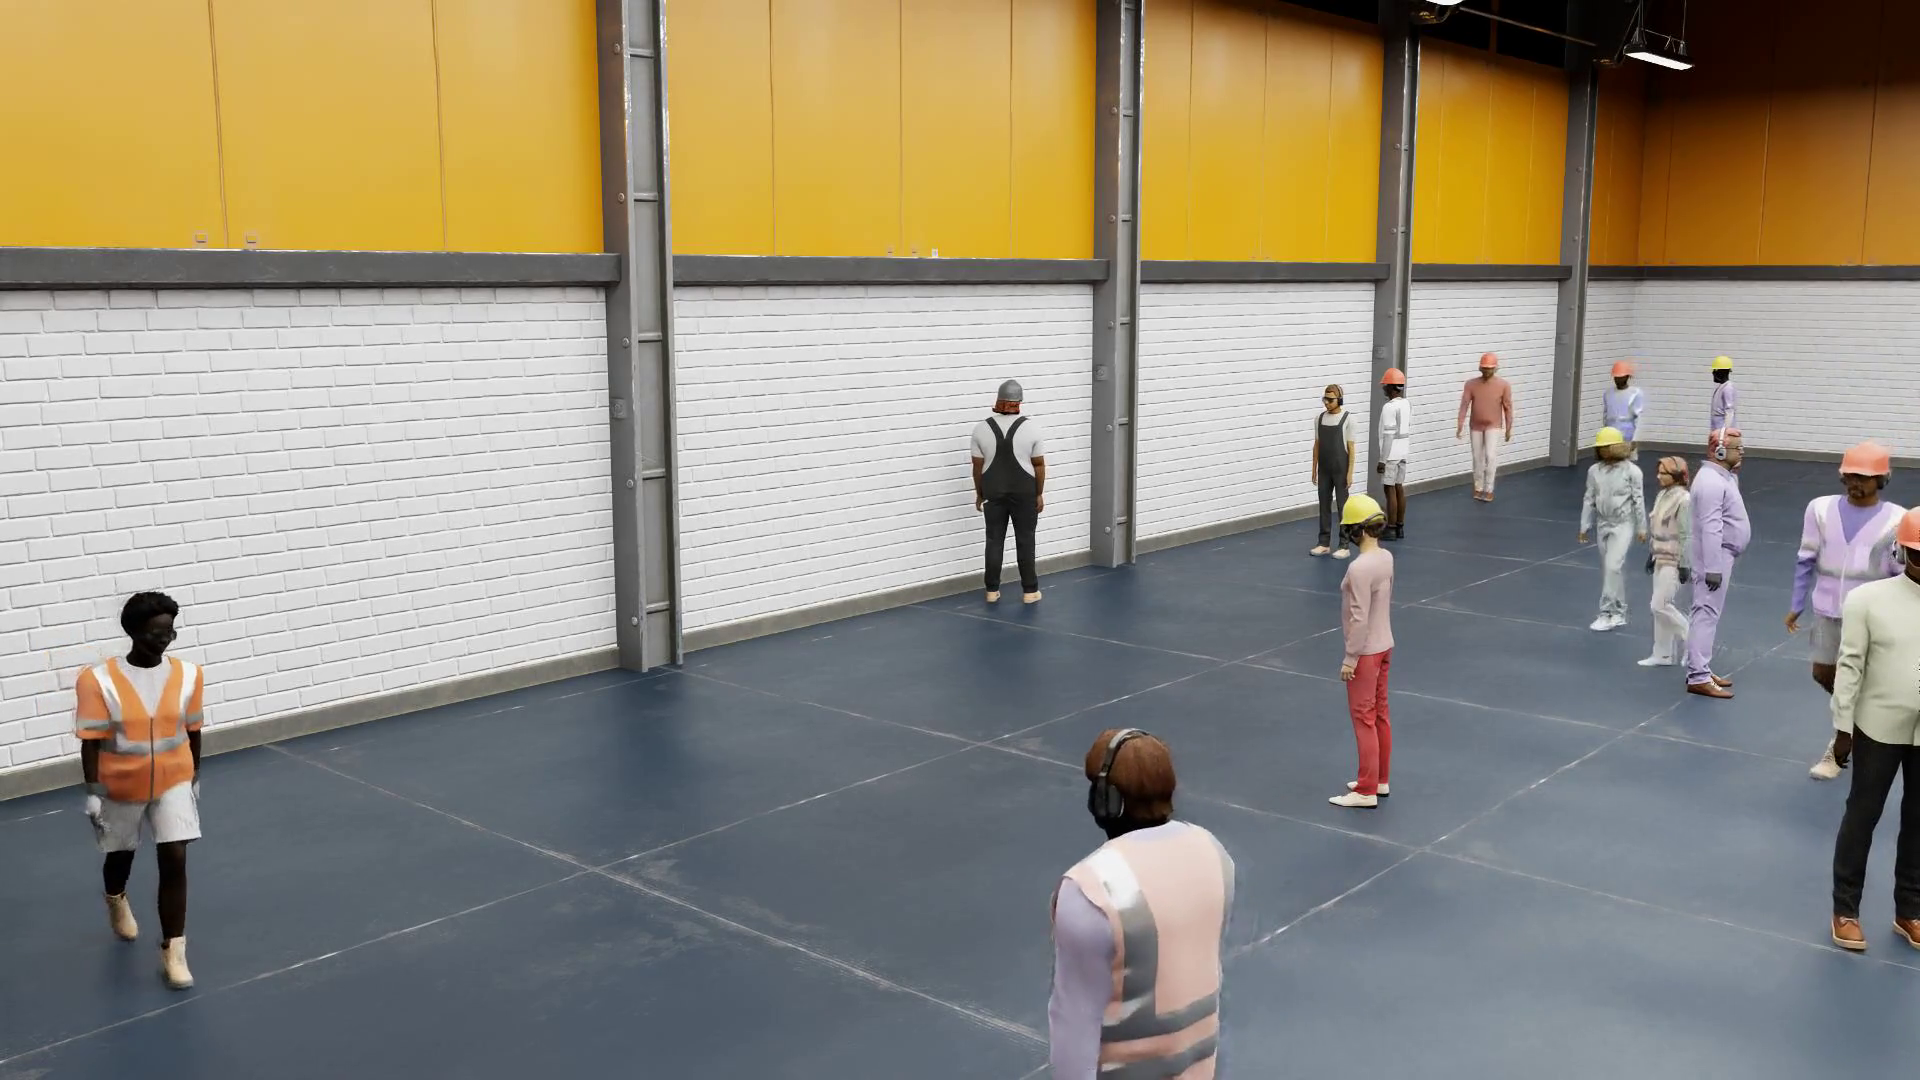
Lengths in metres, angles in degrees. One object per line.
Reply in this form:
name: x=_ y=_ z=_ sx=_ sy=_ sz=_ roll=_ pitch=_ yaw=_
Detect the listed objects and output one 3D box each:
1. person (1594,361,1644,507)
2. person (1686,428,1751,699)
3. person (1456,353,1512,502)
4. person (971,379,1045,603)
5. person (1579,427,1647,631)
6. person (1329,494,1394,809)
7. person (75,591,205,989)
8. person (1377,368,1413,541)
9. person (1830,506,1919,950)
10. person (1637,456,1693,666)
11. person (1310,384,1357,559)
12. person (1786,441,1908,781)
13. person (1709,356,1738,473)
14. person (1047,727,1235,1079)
person: x=8.551 y=-1.370 z=21.454 sx=0.544 sy=1.900 sz=0.942 roll=9 pitch=12 yaw=43
person: x=5.383 y=0.152 z=11.827 sx=0.408 sy=1.908 sz=0.644 roll=4 pitch=10 yaw=24
person: x=6.878 y=-1.474 z=21.876 sx=0.647 sy=1.958 sz=0.859 roll=5 pitch=10 yaw=30
person: x=0.462 y=-0.448 z=15.174 sx=0.672 sy=2.000 sz=0.536 roll=2 pitch=9 yaw=14
person: x=5.422 y=-0.089 z=13.931 sx=0.723 sy=1.706 sz=0.509 roll=-6 pitch=11 yaw=-31
person: x=2.253 y=0.622 z=9.338 sx=0.330 sy=1.760 sz=0.533 roll=6 pitch=11 yaw=32
person: x=-3.510 y=1.018 z=7.125 sx=0.530 sy=1.668 sz=0.807 roll=-7 pitch=12 yaw=-39
person: x=4.840 y=-0.953 z=18.668 sx=0.358 sy=1.938 sz=0.542 roll=7 pitch=11 yaw=37
person: x=4.159 y=0.829 z=7.298 sx=0.621 sy=1.992 sz=0.397 roll=1 pitch=9 yaw=6
person: x=5.362 y=0.176 z=12.546 sx=0.392 sy=1.627 sz=0.528 roll=1 pitch=9 yaw=4
person: x=3.937 y=-0.727 z=17.561 sx=0.505 sy=1.842 sz=0.332 roll=9 pitch=12 yaw=43
person: x=5.368 y=0.394 z=9.978 sx=0.857 sy=2.022 sz=0.628 roll=-8 pitch=12 yaw=-42
person: x=9.946 y=-1.439 z=21.750 sx=0.388 sy=1.926 sz=0.590 roll=3 pitch=9 yaw=18
person: x=0.434 y=1.387 z=4.317 sx=0.659 sy=1.826 sz=0.458 roll=-9 pitch=13 yaw=-44
